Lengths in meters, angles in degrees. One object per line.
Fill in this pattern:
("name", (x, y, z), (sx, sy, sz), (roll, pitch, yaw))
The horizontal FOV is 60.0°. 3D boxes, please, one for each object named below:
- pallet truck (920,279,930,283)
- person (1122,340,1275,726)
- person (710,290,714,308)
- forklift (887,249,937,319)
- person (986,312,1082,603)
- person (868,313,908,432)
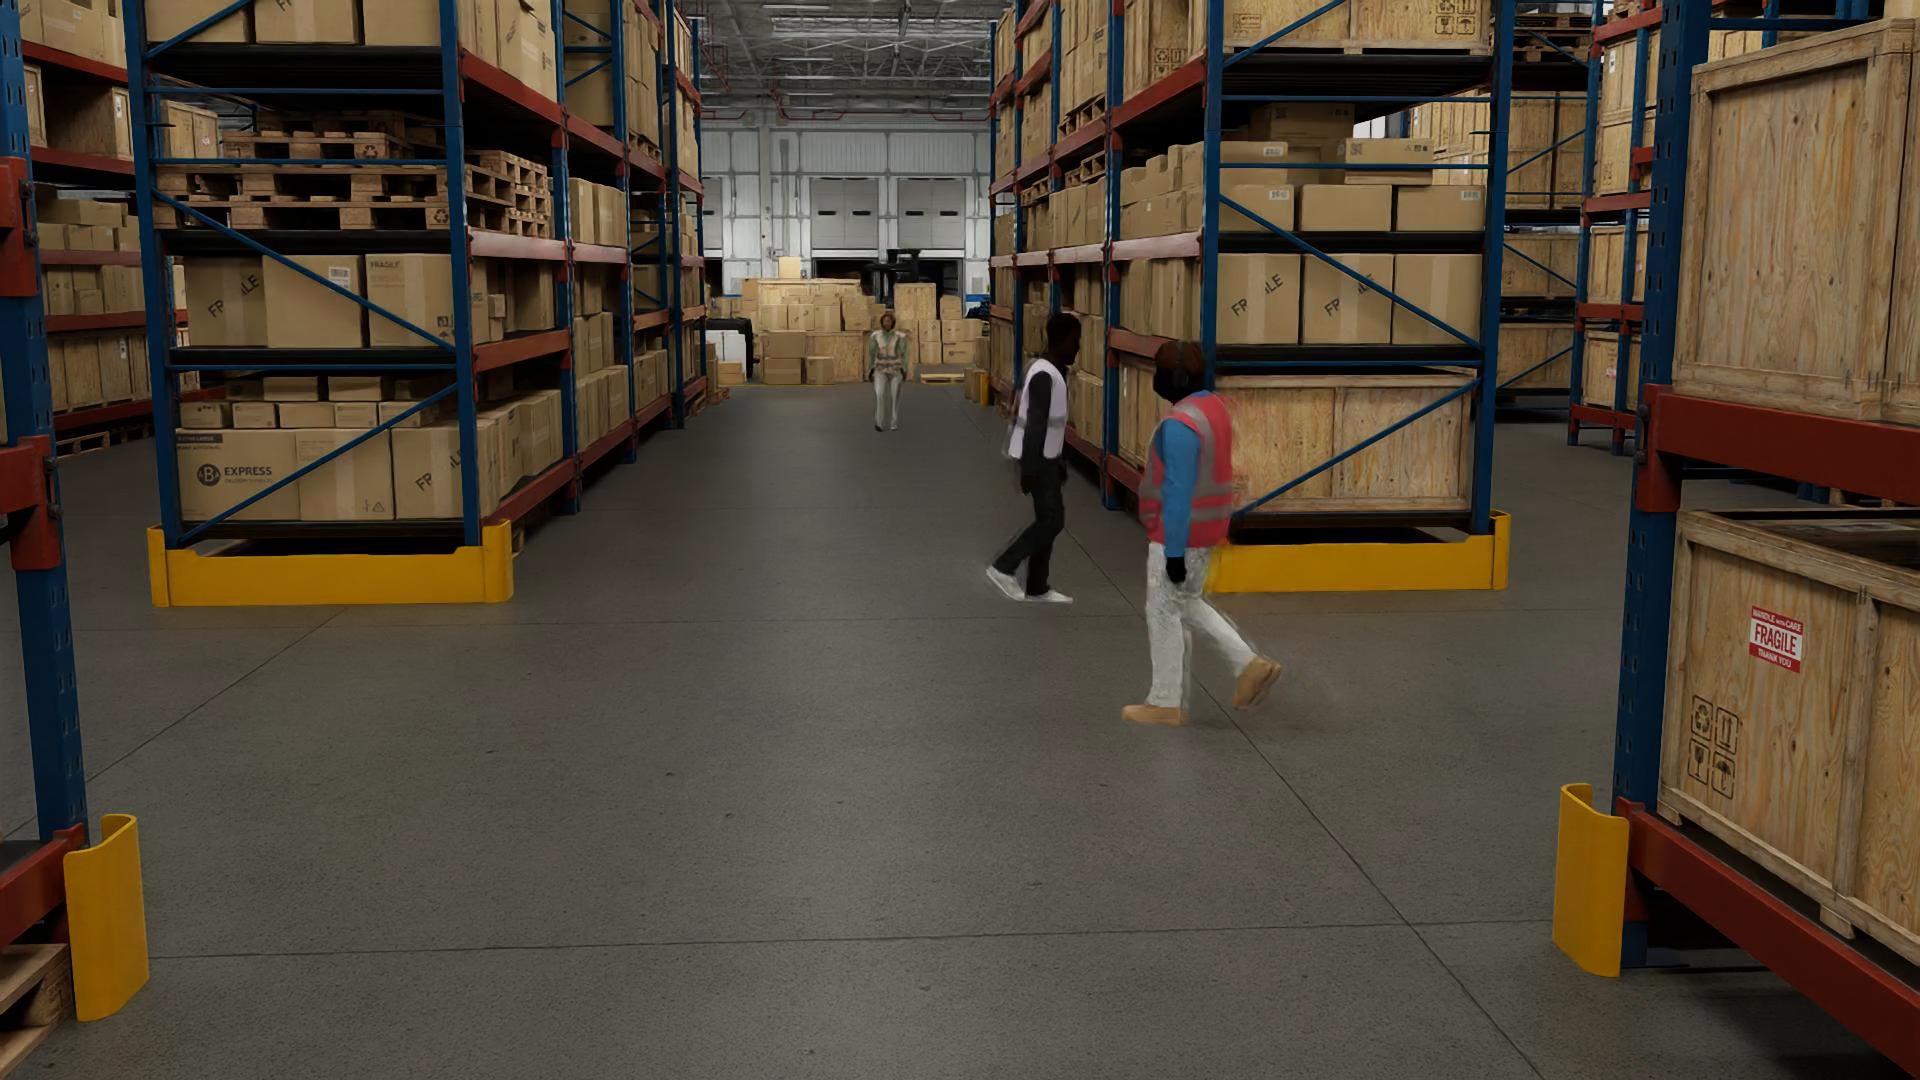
("pallet truck", (-0.932, -8.922, 63.114), (1.885, 1.965, 0.823), (2, 9, 13))
("person", (1.105, -0.019, 7.756), (0.594, 1.824, 0.638), (5, 10, 26))
("person", (-8.571, -7.787, 57.211), (0.769, 1.605, 0.517), (-2, 9, -15))
("forklift", (-1.524, -6.536, 45.370), (1.129, 2.768, 1.873), (7, 11, 36))
("person", (0.521, -0.508, 10.648), (0.497, 1.892, 0.598), (2, 9, 10))
("person", (-0.979, -2.254, 22.486), (0.558, 1.597, 0.835), (0, 9, 3))
